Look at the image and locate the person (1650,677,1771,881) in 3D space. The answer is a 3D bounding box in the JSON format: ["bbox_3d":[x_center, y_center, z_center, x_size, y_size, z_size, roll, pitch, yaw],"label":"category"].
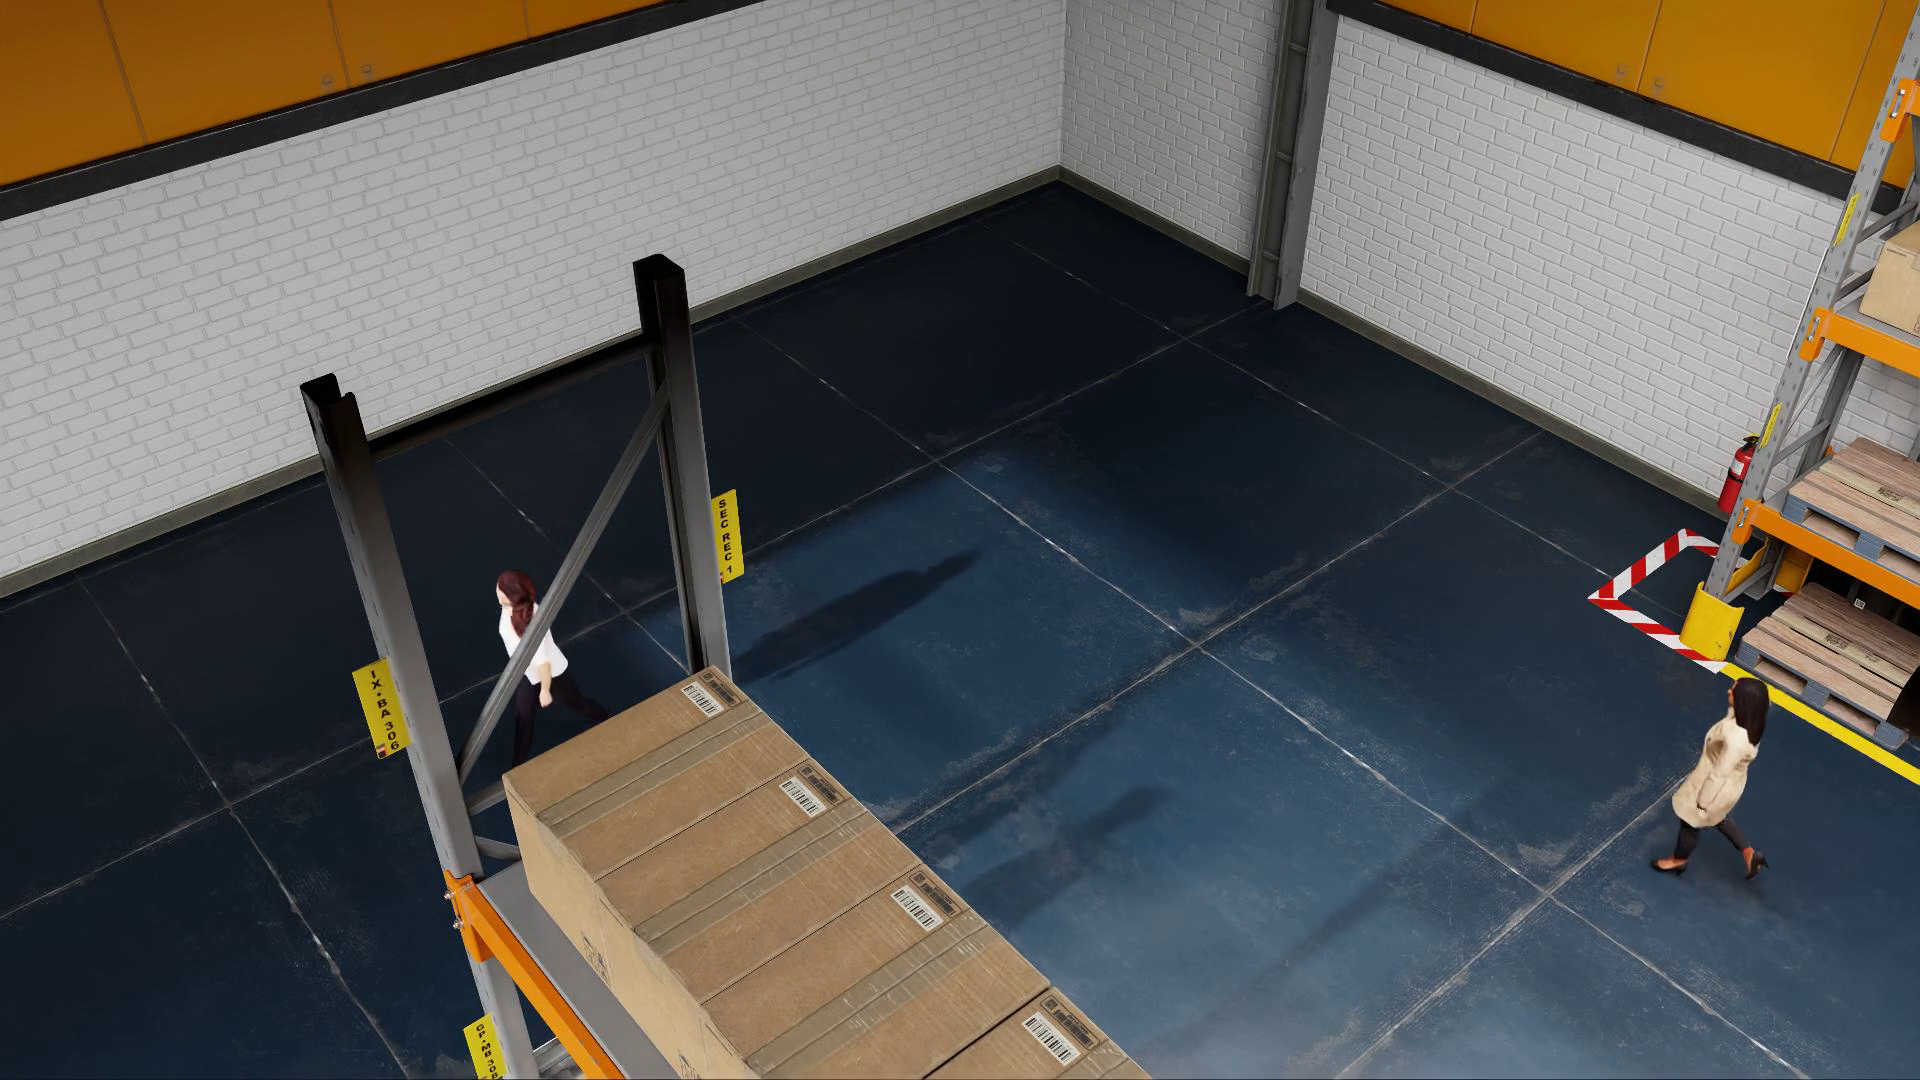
[{"bbox_3d":[4.588,1.492,9.879,0.943,1.668,0.772,24,45,27],"label":"person"}]

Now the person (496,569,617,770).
[{"bbox_3d":[-2.587,0.805,10.691,0.795,1.727,1.114,-29,47,-32],"label":"person"}]
